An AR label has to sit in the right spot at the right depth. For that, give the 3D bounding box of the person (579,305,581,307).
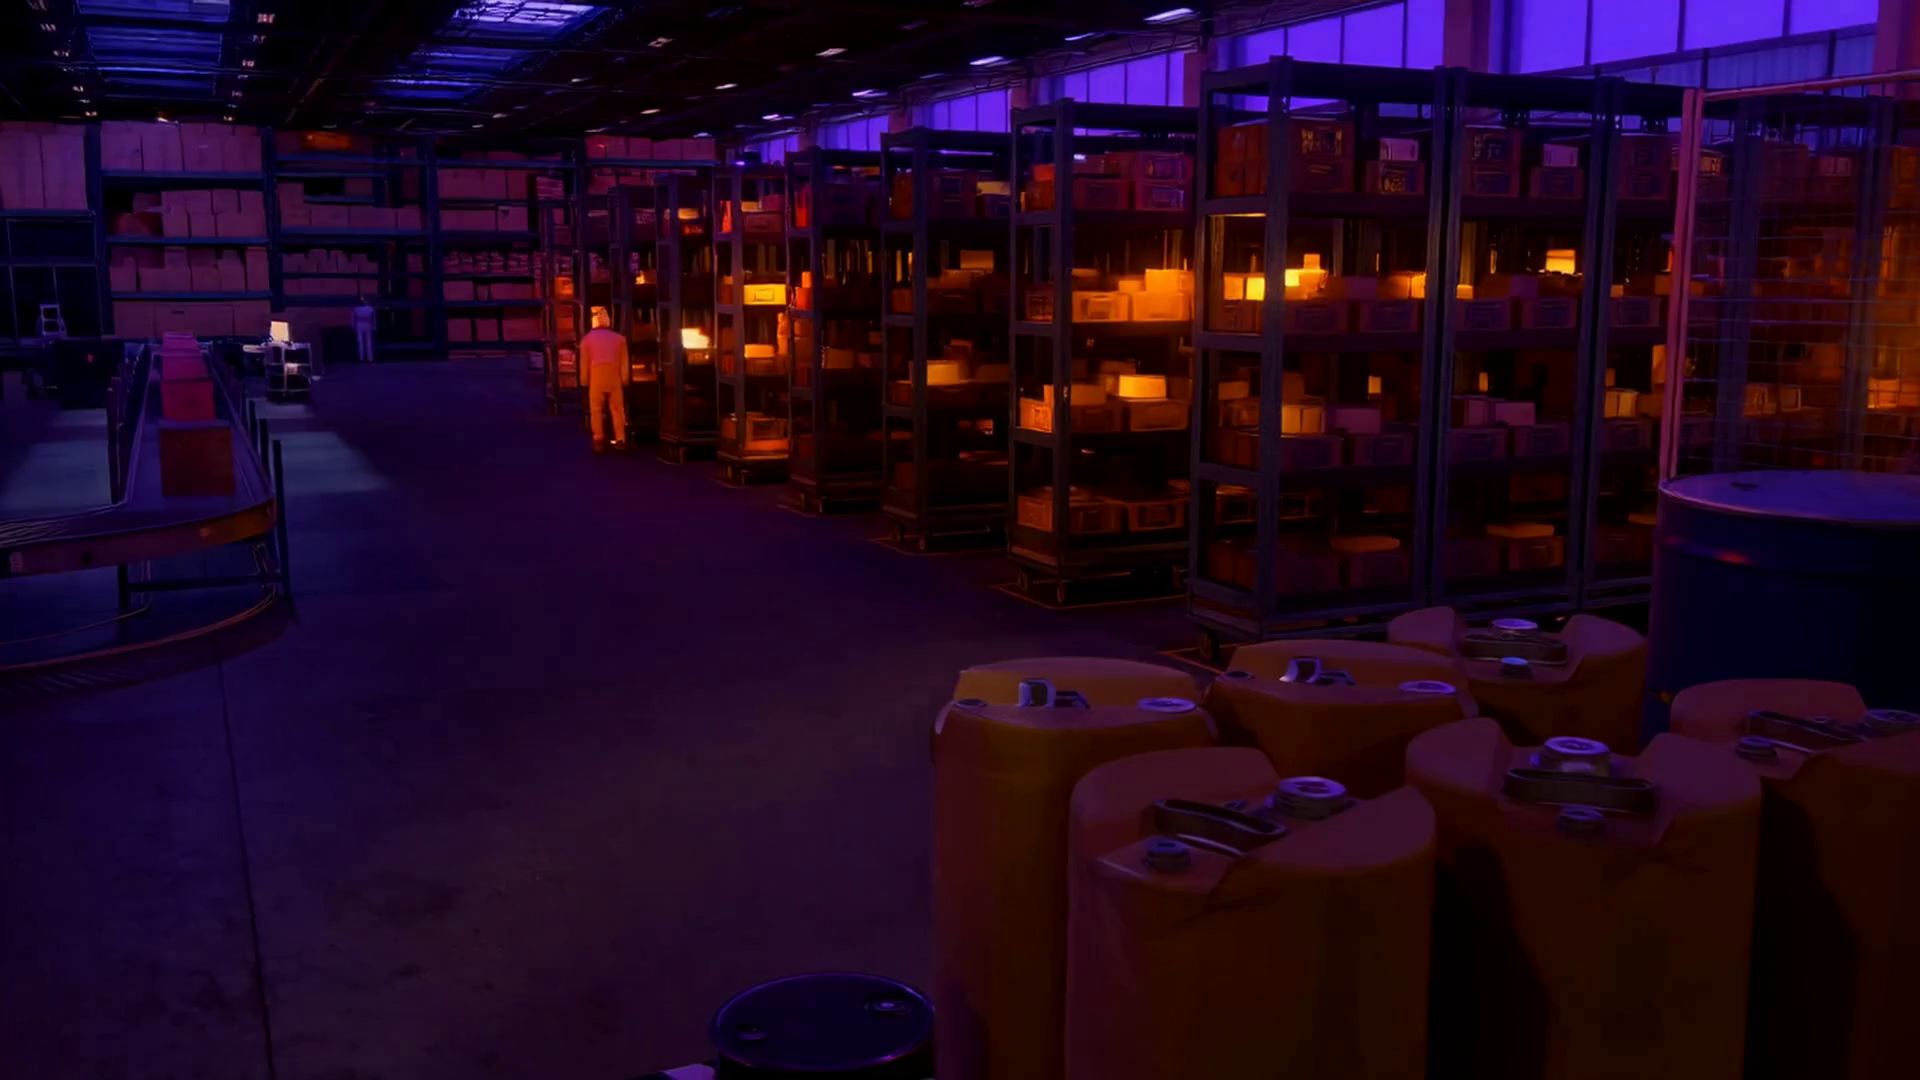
[{"bbox_3d":[-11.892,-6.898,52.147,0.589,1.827,0.404,-4,10,-23],"label":"person"}]

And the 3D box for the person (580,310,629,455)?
[{"bbox_3d":[-4.703,-2.075,21.989,0.640,1.904,0.401,-4,10,-23],"label":"person"}]

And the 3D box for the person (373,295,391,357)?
[{"bbox_3d":[-16.368,-6.039,47.000,0.524,1.769,0.325,-4,10,-23],"label":"person"}]

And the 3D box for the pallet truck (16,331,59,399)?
[{"bbox_3d":[-17.082,-3.353,31.781,1.630,1.274,0.653,-4,10,-25],"label":"pallet truck"}]

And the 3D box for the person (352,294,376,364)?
[{"bbox_3d":[-15.684,-5.547,43.763,0.589,1.827,0.404,-4,10,-23],"label":"person"}]

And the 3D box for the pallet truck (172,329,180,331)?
[{"bbox_3d":[-17.275,-3.851,35.096,1.601,1.201,0.680,0,9,1],"label":"pallet truck"}]
